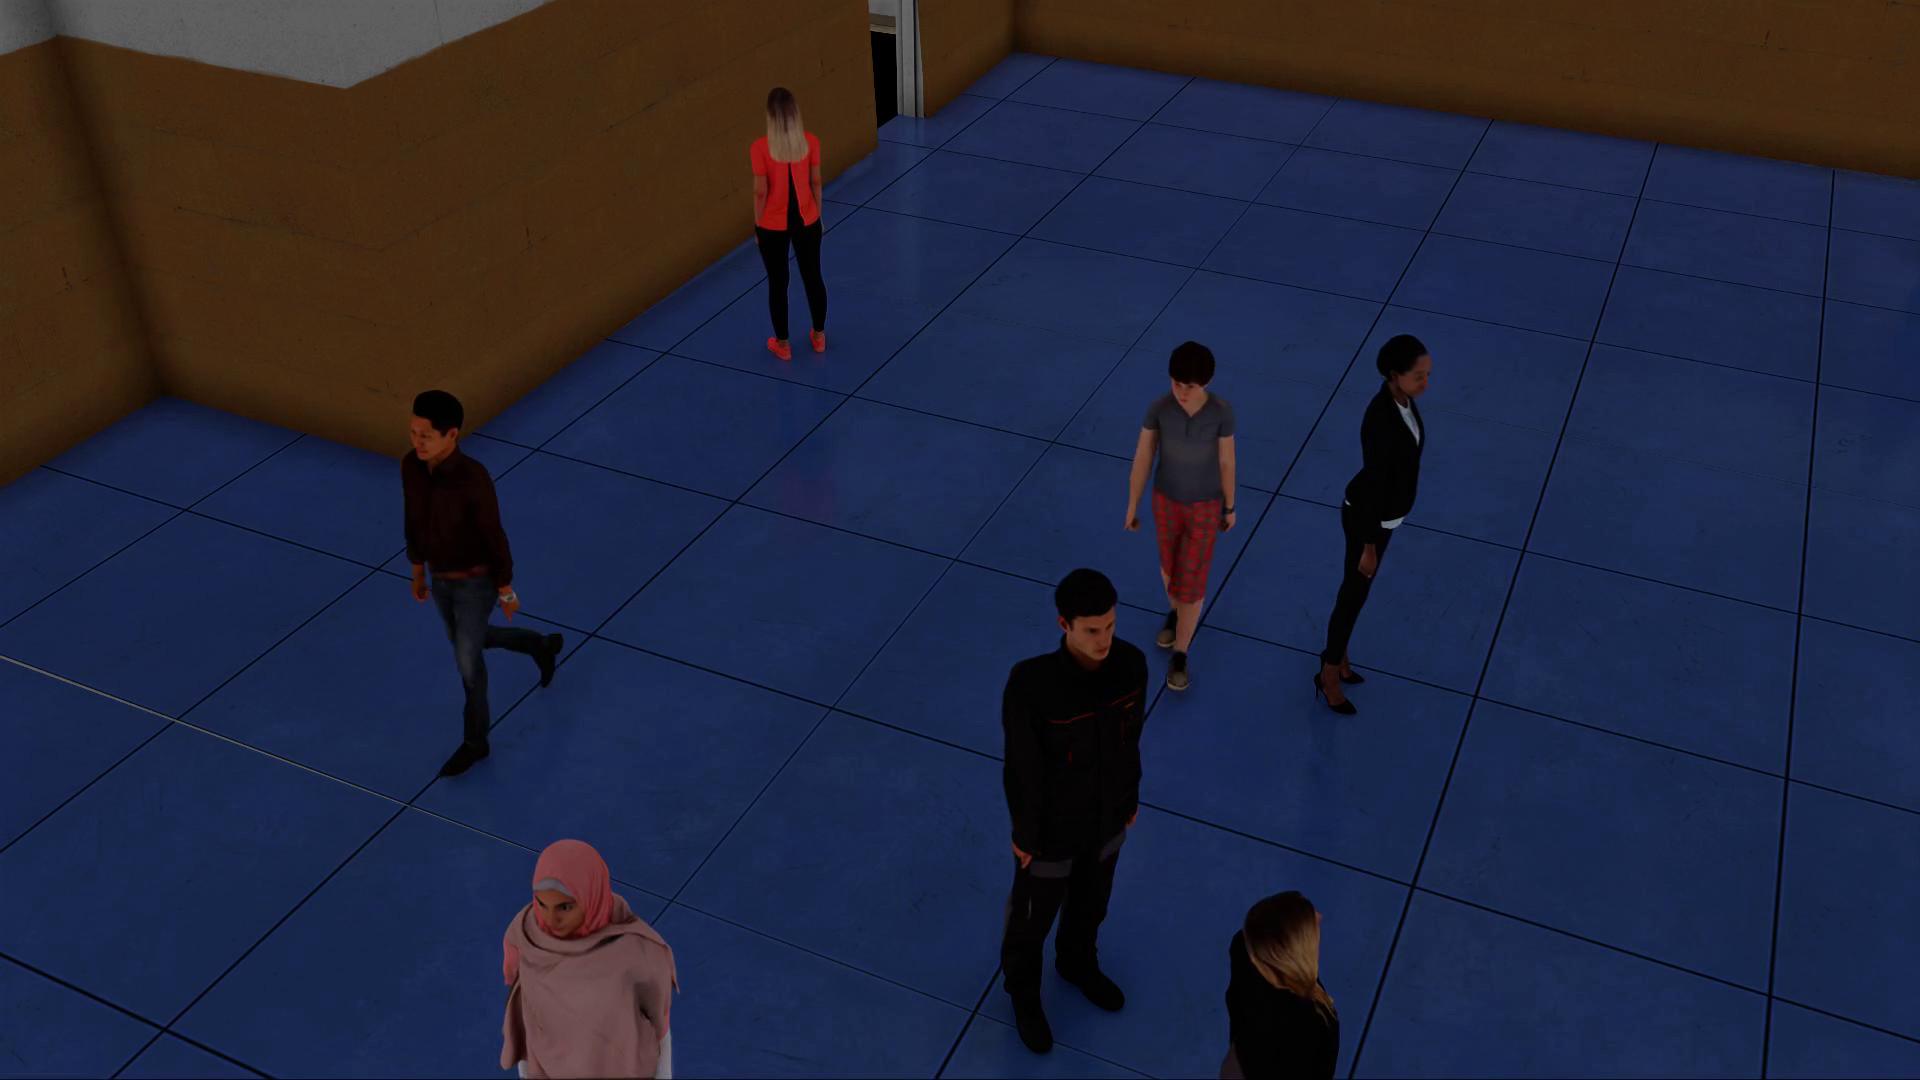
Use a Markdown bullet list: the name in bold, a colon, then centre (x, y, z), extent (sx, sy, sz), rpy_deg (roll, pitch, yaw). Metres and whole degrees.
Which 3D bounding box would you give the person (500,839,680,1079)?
- **person**: centre (-1.051, 1.566, 4.813), extent (0.640, 1.803, 0.768), rpy_deg (4, 34, 5)

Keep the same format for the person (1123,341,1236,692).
- **person**: centre (1.055, -0.202, 7.615), extent (0.820, 1.629, 0.716), rpy_deg (12, 35, 17)

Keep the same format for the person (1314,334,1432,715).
- **person**: centre (1.787, -0.063, 7.231), extent (0.512, 1.836, 0.596), rpy_deg (14, 36, 20)

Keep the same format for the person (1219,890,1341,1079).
- **person**: centre (0.869, 1.639, 4.818), extent (0.731, 1.675, 0.682), rpy_deg (-9, 35, -14)

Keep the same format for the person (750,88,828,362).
- **person**: centre (-1.042, -1.922, 10.154), extent (0.677, 1.694, 0.724), rpy_deg (-14, 36, -20)

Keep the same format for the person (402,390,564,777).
- **person**: centre (-2.035, 0.123, 7.020), extent (1.022, 1.761, 0.808), rpy_deg (20, 38, 27)

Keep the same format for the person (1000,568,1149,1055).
- **person**: centre (0.377, 0.902, 5.681), extent (0.788, 1.946, 0.796), rpy_deg (-19, 38, -26)
